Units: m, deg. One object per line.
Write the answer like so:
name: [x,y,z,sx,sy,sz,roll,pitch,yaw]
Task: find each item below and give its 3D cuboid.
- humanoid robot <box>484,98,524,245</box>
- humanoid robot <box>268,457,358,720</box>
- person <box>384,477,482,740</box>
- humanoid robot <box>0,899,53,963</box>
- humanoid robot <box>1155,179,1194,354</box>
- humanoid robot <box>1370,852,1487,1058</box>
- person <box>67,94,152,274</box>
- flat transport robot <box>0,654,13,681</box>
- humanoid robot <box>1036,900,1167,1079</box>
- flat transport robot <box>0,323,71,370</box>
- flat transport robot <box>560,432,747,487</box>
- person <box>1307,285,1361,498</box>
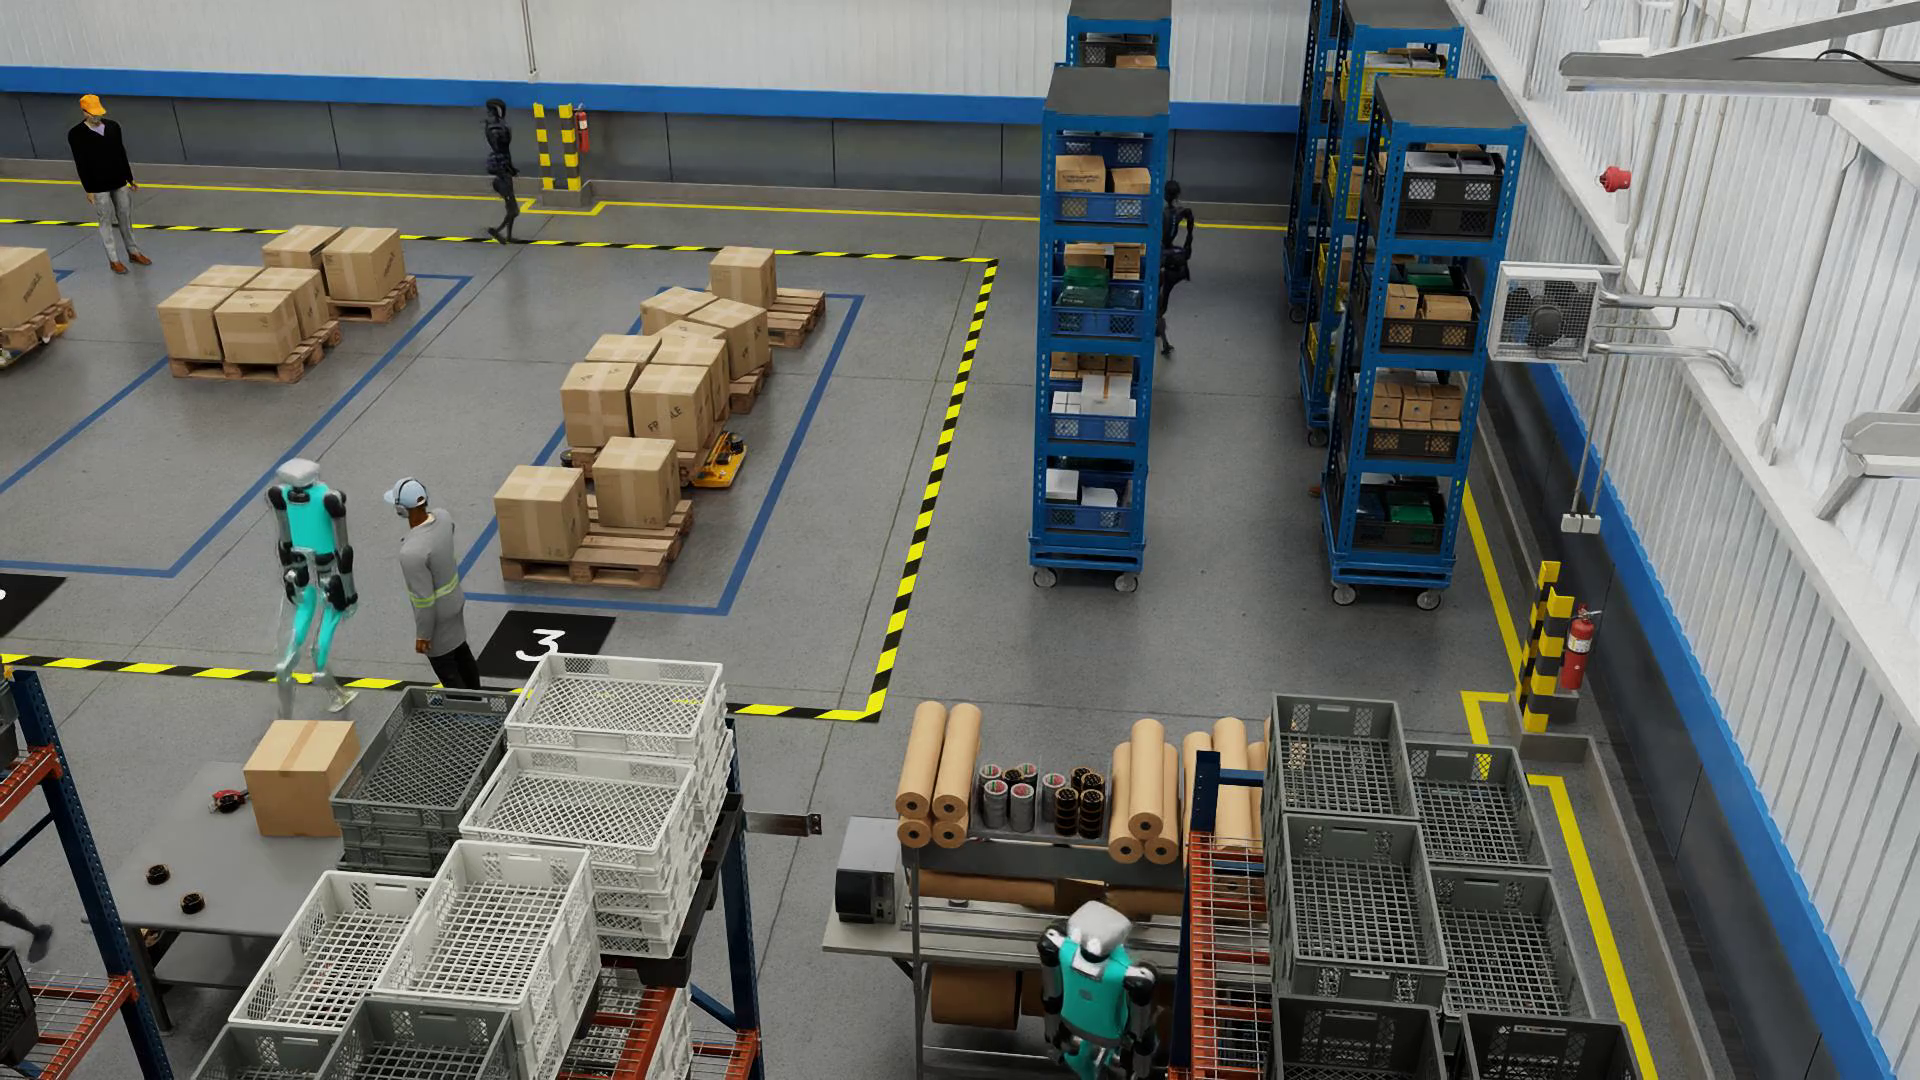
humanoid robot: [-5.031,-4.031,18.203,0.386,1.646,0.608,-2,30,-4]
humanoid robot: [-4.181,0.468,10.474,0.557,1.813,0.936,9,31,15]
person: [-3.282,0.435,10.353,0.391,1.849,0.594,2,30,4]
humanoid robot: [-5.293,1.627,8.529,0.585,1.611,0.823,19,35,30]
humanoid robot: [1.950,-2.601,15.799,0.600,1.656,0.751,-9,31,-15]
humanoid robot: [2.147,2.064,7.733,0.603,1.648,0.489,23,37,34]
person: [-8.971,-3.761,17.535,0.380,1.879,0.584,17,34,26]
flat transport robot: [-7.142,0.969,11.010,1.431,0.231,0.659,3,30,6]
humanoid robot: [0.680,2.198,7.436,0.533,1.751,0.920,16,34,26]
flat transport robot: [-9.218,-1.876,15.869,0.652,0.197,1.431,3,30,6]
flat transport robot: [-2.554,-0.707,13.861,1.431,0.197,0.652,3,30,6]
person: [3.034,-1.099,12.905,0.376,1.937,0.627,-4,30,-7]
